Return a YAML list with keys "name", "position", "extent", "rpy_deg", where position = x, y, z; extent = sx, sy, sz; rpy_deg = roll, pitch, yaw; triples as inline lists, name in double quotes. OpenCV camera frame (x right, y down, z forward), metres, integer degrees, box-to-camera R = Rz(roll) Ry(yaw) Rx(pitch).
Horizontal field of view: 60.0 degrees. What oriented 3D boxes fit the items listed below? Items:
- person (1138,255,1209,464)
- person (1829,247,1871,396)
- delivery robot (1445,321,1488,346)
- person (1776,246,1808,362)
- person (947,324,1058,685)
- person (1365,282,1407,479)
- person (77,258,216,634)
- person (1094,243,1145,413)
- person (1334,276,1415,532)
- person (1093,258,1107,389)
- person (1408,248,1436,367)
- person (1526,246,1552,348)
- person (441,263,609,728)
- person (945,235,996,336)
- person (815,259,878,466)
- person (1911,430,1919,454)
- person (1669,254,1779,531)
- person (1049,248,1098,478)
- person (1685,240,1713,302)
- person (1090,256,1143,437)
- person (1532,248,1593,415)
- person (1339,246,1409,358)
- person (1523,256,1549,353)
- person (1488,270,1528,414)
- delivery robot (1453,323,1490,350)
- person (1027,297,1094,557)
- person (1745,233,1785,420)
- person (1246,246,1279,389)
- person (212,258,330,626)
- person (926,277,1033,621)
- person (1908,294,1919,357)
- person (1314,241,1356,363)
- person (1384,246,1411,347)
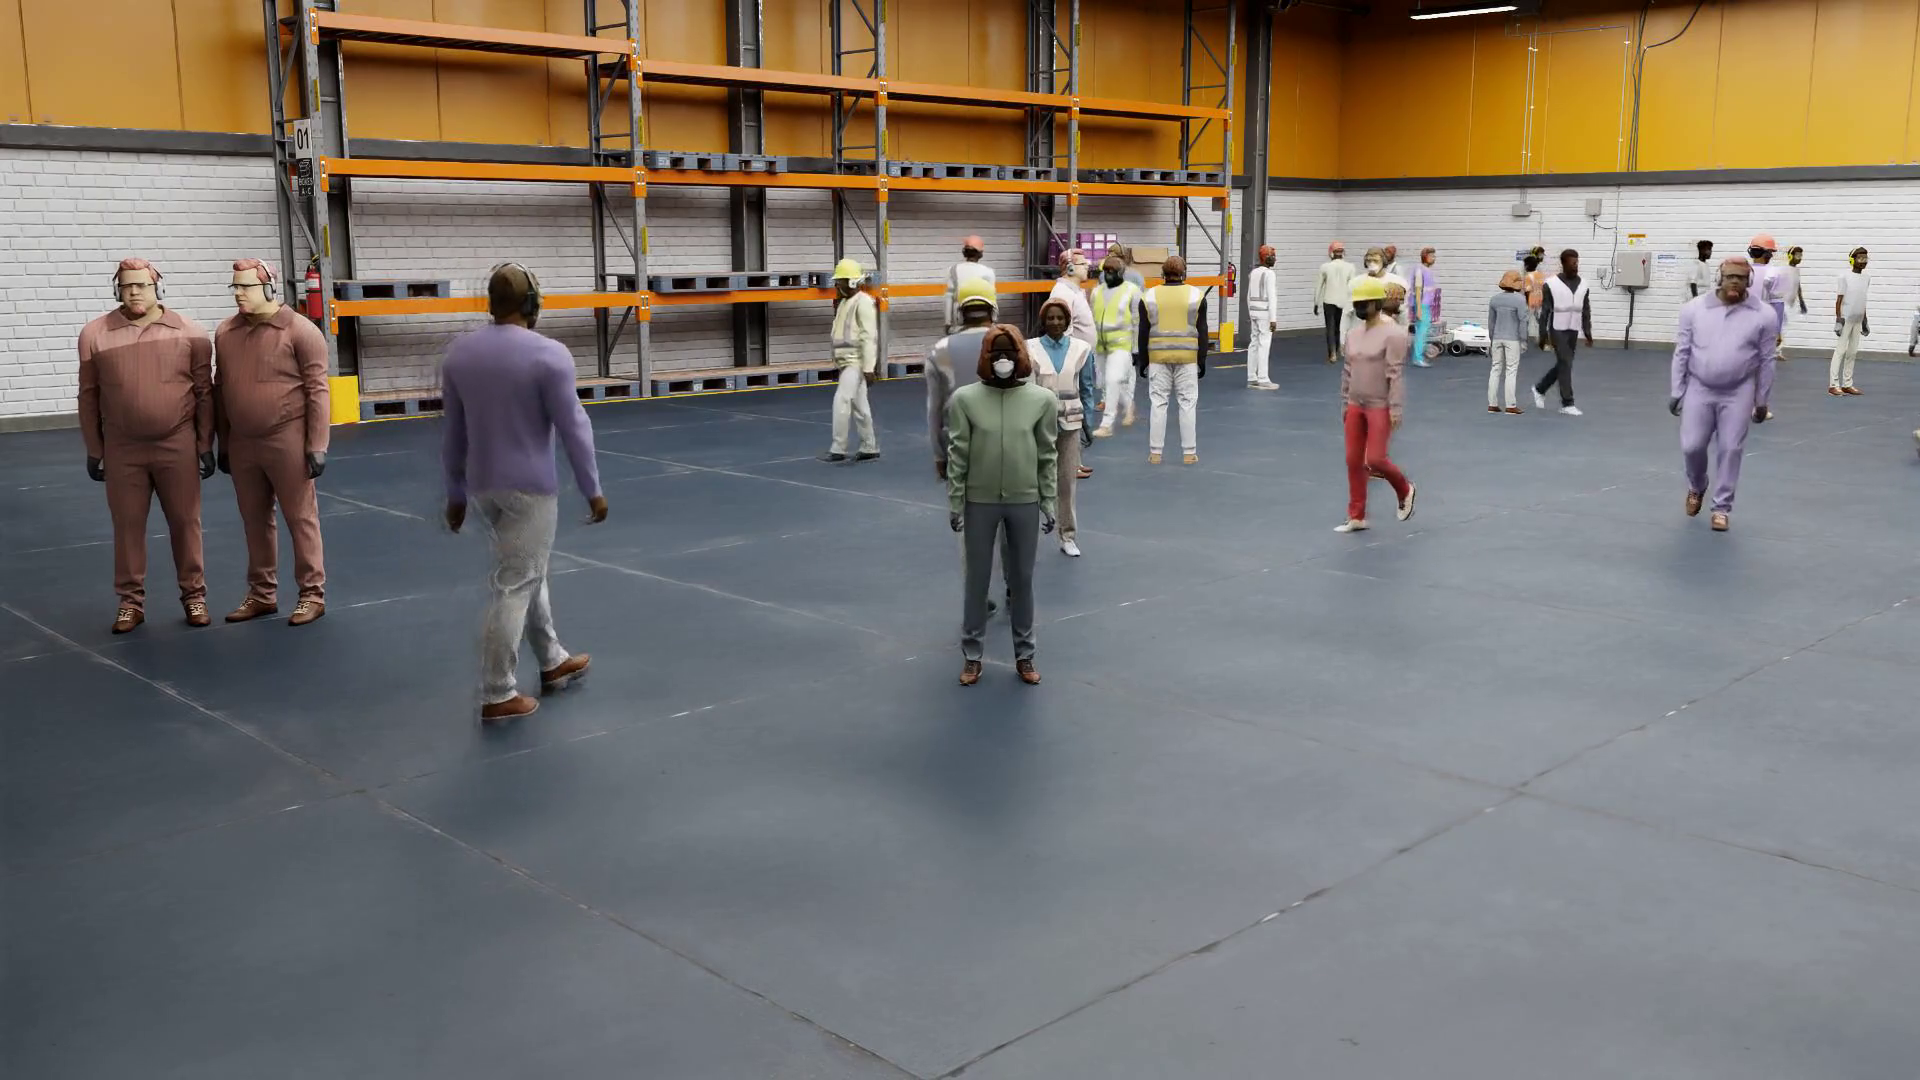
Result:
- name: "person"
  position: [1.887, -1.588, 14.750]
  extent: [0.622, 1.845, 0.429]
  rpy_deg: [2, 11, 9]
- name: "person"
  position: [11.317, -2.762, 21.081]
  extent: [0.517, 1.868, 0.328]
  rpy_deg: [-4, 11, -19]
- name: "delivery robot"
  position: [8.631, -3.483, 28.333]
  extent: [0.707, 0.478, 0.477]
  rpy_deg: [0, 10, -2]
- name: "person"
  position: [13.241, -3.747, 26.538]
  extent: [0.488, 1.844, 0.466]
  rpy_deg: [-9, 14, -40]
- name: "person"
  position: [0.192, -0.155, 7.500]
  extent: [0.500, 1.633, 0.282]
  rpy_deg: [-1, 10, -3]
- name: "person"
  position: [3.554, -1.331, 13.910]
  extent: [0.289, 1.633, 0.499]
  rpy_deg: [2, 11, 10]
- name: "person"
  position: [-4.154, -0.482, 8.540]
  extent: [0.643, 1.909, 0.410]
  rpy_deg: [-4, 11, -22]
- name: "person"
  position: [1.809, -2.412, 18.989]
  extent: [0.627, 1.936, 0.375]
  rpy_deg: [9, 14, 41]
- name: "person"
  position: [2.844, -0.914, 11.323]
  extent: [0.523, 1.750, 0.538]
  rpy_deg: [-7, 12, -33]
- name: "person"
  position: [1.725, -2.814, 21.736]
  extent: [0.667, 1.736, 0.564]
  rpy_deg: [0, 10, 2]
- name: "person"
  position: [7.145, -3.569, 25.657]
  extent: [0.385, 1.819, 0.696]
  rpy_deg: [6, 12, 31]
- name: "person"
  position: [10.287, -4.386, 30.079]
  extent: [0.840, 1.831, 0.533]
  rpy_deg: [8, 13, 37]
- name: "person"
  position: [-1.797, -0.213, 7.084]
  extent: [0.641, 1.900, 0.925]
  rpy_deg: [6, 12, 30]
- name: "person"
  position: [0.140, -2.689, 20.243]
  extent: [0.643, 2.026, 0.428]
  rpy_deg: [3, 11, 14]
- name: "person"
  position: [-1.048, -1.548, 14.622]
  extent: [0.743, 1.803, 0.616]
  rpy_deg: [-4, 11, -20]
- name: "person"
  position: [8.906, -1.537, 14.910]
  extent: [0.680, 1.680, 0.548]
  rpy_deg: [0, 10, -1]
- name: "person"
  position: [5.272, -1.020, 11.509]
  extent: [0.665, 1.892, 0.490]
  rpy_deg: [5, 12, 26]
- name: "person"
  position: [0.951, -1.482, 13.979]
  extent: [0.409, 1.913, 0.642]
  rpy_deg: [2, 11, 9]
- name: "person"
  position: [12.568, -4.081, 28.064]
  extent: [0.779, 1.935, 0.650]
  rpy_deg: [10, 14, 43]
- name: "person"
  position: [1.591, -1.973, 16.937]
  extent: [0.634, 1.816, 0.812]
  rpy_deg: [9, 14, 39]
- name: "person"
  position: [6.901, -2.403, 19.104]
  extent: [0.594, 1.880, 0.912]
  rpy_deg: [-4, 11, -20]
- name: "person"
  position: [4.171, -2.008, 16.867]
  extent: [0.653, 1.898, 0.937]
  rpy_deg: [5, 12, 26]
- name: "person"
  position: [9.932, -4.088, 28.898]
  extent: [0.596, 1.647, 0.837]
  rpy_deg: [-5, 12, -26]
- name: "person"
  position: [6.226, -2.247, 18.907]
  extent: [0.280, 1.633, 0.502]
  rpy_deg: [-7, 13, -35]
- name: "delivery robot"
  position: [8.615, -3.381, 27.778]
  extent: [0.707, 0.478, 0.477]
  rpy_deg: [7, 12, 32]
- name: "person"
  position: [0.588, -0.701, 10.465]
  extent: [0.523, 1.638, 0.310]
  rpy_deg: [-1, 10, -8]
- name: "person"
  position: [8.765, -2.346, 18.333]
  extent: [0.382, 2.040, 0.616]
  rpy_deg: [-9, 13, -39]
- name: "person"
  position: [4.003, -2.933, 21.969]
  extent: [0.349, 1.882, 0.577]
  rpy_deg: [-4, 11, -20]
- name: "person"
  position: [-3.597, -0.501, 8.643]
  extent: [0.652, 1.906, 0.402]
  rpy_deg: [3, 11, 14]
- name: "person"
  position: [0.137, -0.496, 8.919]
  extent: [0.603, 1.791, 0.801]
  rpy_deg: [1, 10, 8]
- name: "person"
  position: [10.155, -2.075, 17.242]
  extent: [0.574, 1.896, 0.928]
  rpy_deg: [2, 11, 13]
- name: "person"
  position: [6.008, -3.802, 26.592]
  extent: [0.616, 1.946, 1.063]
  rpy_deg: [0, 10, 2]
- name: "person"
  position: [7.662, -4.299, 29.584]
  extent: [0.999, 1.837, 0.591]
  rpy_deg: [-2, 11, -9]
